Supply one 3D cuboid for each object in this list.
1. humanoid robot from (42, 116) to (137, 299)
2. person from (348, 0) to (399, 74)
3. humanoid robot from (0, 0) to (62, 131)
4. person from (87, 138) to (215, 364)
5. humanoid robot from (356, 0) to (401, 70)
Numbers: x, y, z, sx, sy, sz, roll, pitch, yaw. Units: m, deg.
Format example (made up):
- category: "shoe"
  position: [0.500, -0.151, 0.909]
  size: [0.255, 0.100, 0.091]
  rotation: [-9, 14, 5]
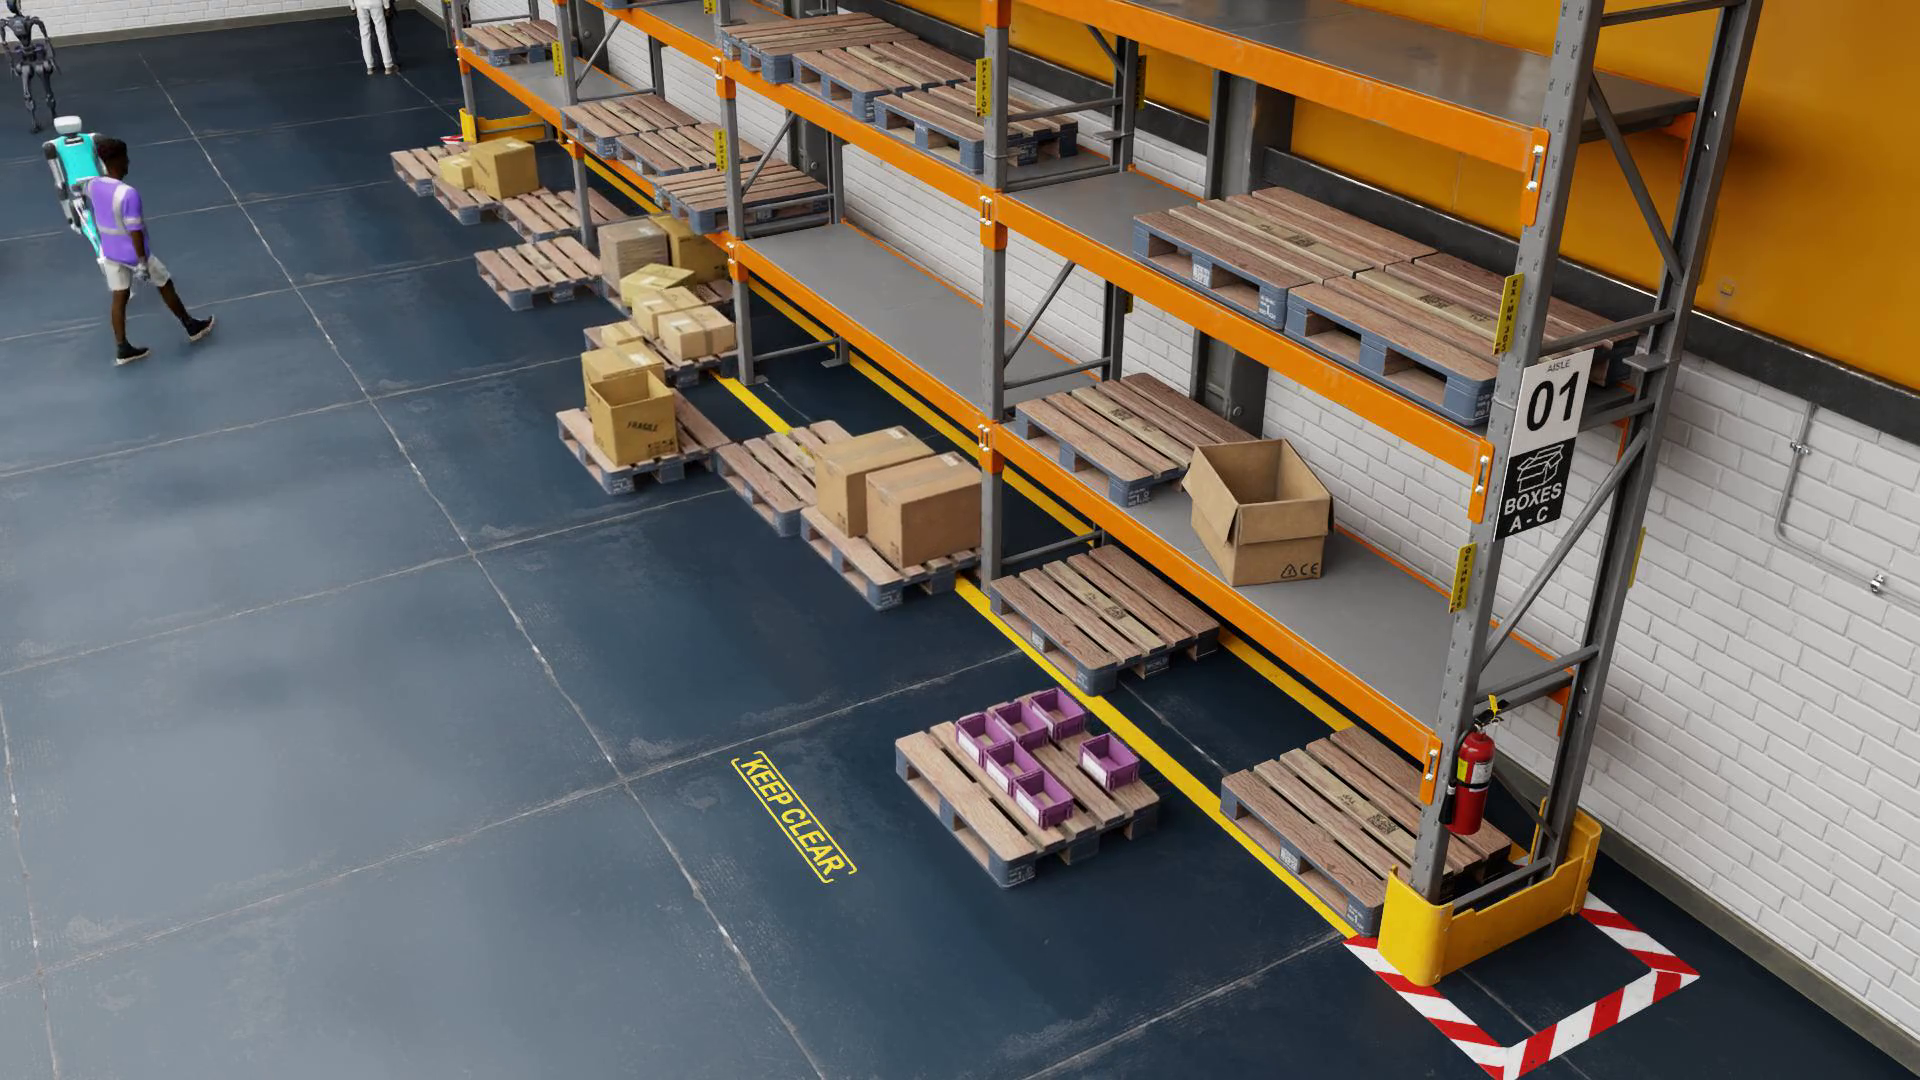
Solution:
- category: "humanoid robot"
  position: [-7.973, -2.977, 15.408]
  size: [0.530, 1.782, 0.782]
  rotation: [-20, 35, -31]
- category: "person"
  position: [-8.213, -7.444, 23.138]
  size: [0.573, 1.882, 0.356]
  rotation: [0, 30, -1]
- category: "humanoid robot"
  position: [-11.551, -5.944, 20.712]
  size: [0.591, 1.640, 0.627]
  rotation: [-8, 31, -14]
- category: "person"
  position: [-7.150, -2.545, 14.461]
  size: [0.611, 1.917, 0.979]
  rotation: [13, 32, 22]
- category: "humanoid robot"
  position: [-8.230, -7.506, 23.440]
  size: [0.599, 1.657, 0.315]
  rotation: [-16, 33, -26]
